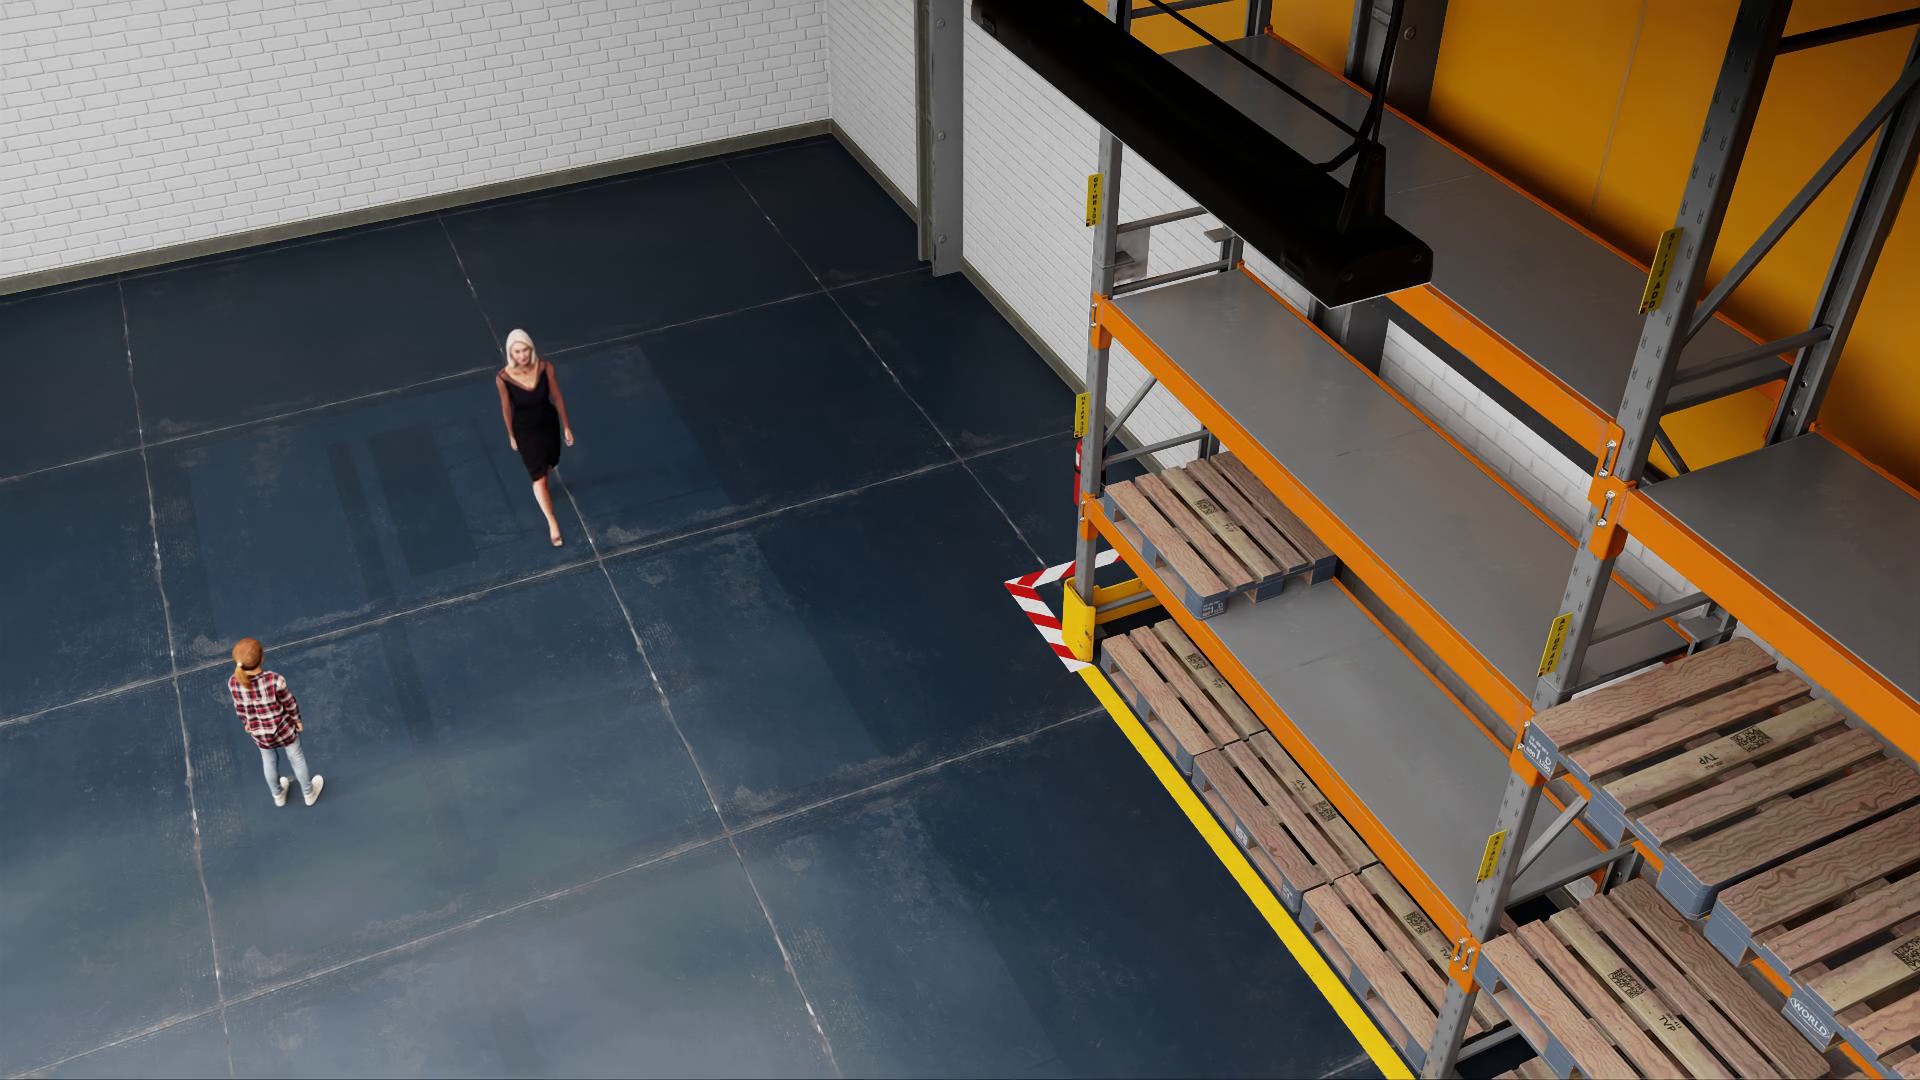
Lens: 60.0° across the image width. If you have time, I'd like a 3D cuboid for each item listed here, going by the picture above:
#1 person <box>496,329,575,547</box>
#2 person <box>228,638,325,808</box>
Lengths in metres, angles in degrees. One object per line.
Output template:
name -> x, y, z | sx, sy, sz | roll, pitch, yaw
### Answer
person -> -3.147, -0.847, 12.354 | 0.610, 1.711, 1.035 | -17, 41, -20
person -> -4.228, 1.128, 10.207 | 0.590, 1.303, 0.599 | -2, 39, -2
